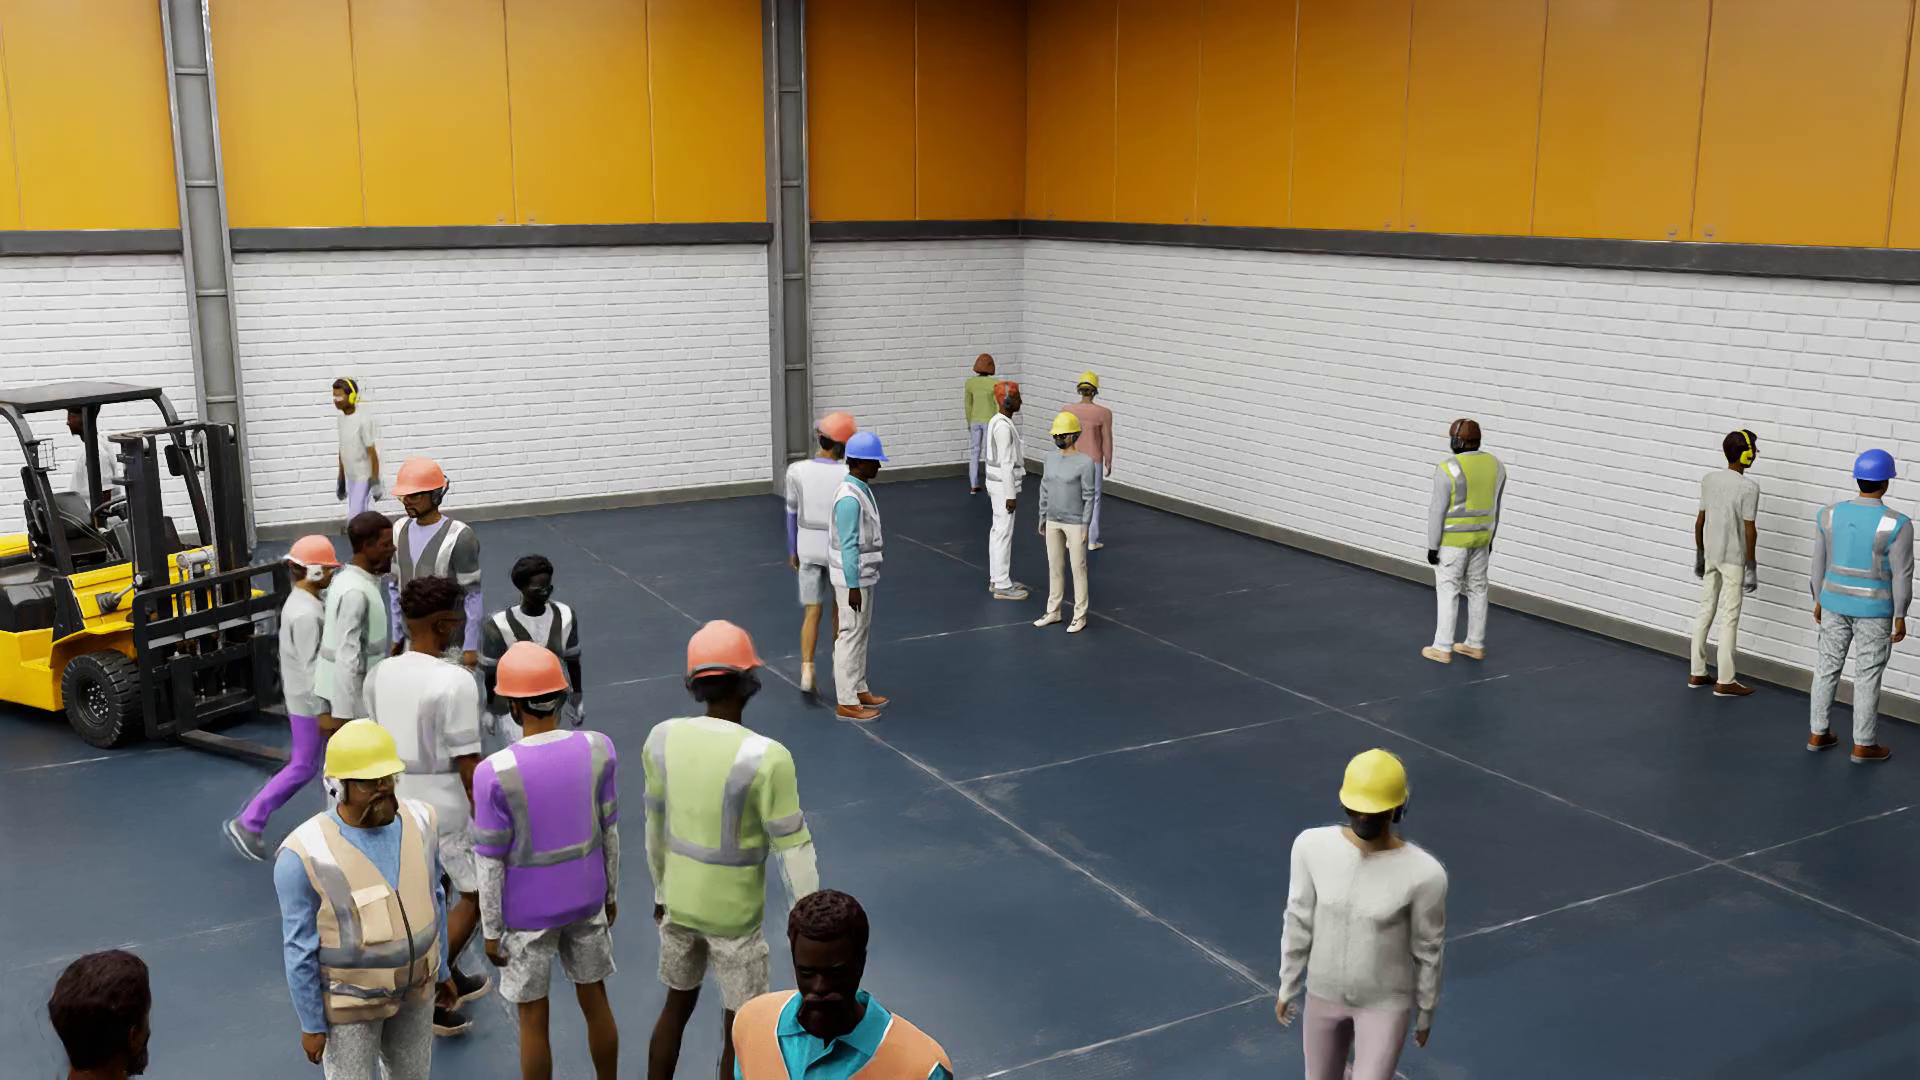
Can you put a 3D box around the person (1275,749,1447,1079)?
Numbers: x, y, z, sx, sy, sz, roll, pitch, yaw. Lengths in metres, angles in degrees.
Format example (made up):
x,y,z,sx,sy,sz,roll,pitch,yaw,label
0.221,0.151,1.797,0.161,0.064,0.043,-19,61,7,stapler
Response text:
x,y,z,sx,sy,sz,roll,pitch,yaw,label
1.368,1.501,5.617,0.526,1.743,0.735,7,14,31,person

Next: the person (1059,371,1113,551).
x,y,z,sx,sy,sz,roll,pitch,yaw,label
1.229,-0.769,16.243,0.532,1.758,0.345,3,13,16,person

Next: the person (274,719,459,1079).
x,y,z,sx,sy,sz,roll,pitch,yaw,label
-1.929,1.478,5.518,0.404,1.836,0.592,9,15,35,person

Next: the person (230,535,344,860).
x,y,z,sx,sy,sz,roll,pitch,yaw,label
-3.500,0.837,8.845,0.788,1.716,0.599,-4,13,-17,person

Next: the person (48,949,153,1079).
x,y,z,sx,sy,sz,roll,pitch,yaw,label
-1.890,1.844,3.664,0.607,1.898,0.667,0,12,2,person

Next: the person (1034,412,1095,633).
x,y,z,sx,sy,sz,roll,pitch,yaw,label
0.840,-0.144,13.286,0.524,1.769,0.308,10,16,39,person

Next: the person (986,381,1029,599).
x,y,z,sx,sy,sz,roll,pitch,yaw,label
0.402,-0.434,14.368,0.355,1.884,0.575,-1,12,-5,person

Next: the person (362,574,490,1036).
x,y,z,sx,sy,sz,roll,pitch,yaw,label
-2.192,1.121,6.922,0.728,1.949,0.672,8,14,32,person

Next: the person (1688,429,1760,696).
x,y,z,sx,sy,sz,roll,pitch,yaw,label
5.370,0.152,11.649,0.335,1.873,0.521,-4,13,-20,person

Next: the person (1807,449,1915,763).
x,y,z,sx,sy,sz,roll,pitch,yaw,label
5.559,0.403,10.283,0.384,1.951,0.605,-8,15,-34,person

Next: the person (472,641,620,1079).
x,y,z,sx,sy,sz,roll,pitch,yaw,label
-1.506,1.312,6.090,0.545,1.928,0.402,-9,15,-35,person

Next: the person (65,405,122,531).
x,y,z,sx,sy,sz,roll,pitch,yaw,label
-6.686,-0.163,12.897,0.361,1.964,0.615,-6,14,-28,person

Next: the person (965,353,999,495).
x,y,z,sx,sy,sz,roll,pitch,yaw,label
0.285,-1.331,19.161,0.497,1.634,0.278,8,14,33,person

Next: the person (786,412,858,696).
x,y,z,sx,sy,sz,roll,pitch,yaw,label
-0.917,0.086,11.667,0.637,2.004,0.824,3,12,13,person

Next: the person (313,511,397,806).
x,y,z,sx,sy,sz,roll,pitch,yaw,label
-3.077,0.795,8.591,0.496,1.891,0.632,-5,13,-23,person

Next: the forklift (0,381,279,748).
x,y,z,sx,sy,sz,roll,pitch,yaw,label
-5.853,0.085,11.199,2.313,2.155,1.214,7,14,28,forklift

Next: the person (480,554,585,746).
x,y,z,sx,sy,sz,roll,pitch,yaw,label
-2.293,0.857,8.877,0.539,1.647,0.914,-11,16,-41,person

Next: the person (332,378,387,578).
x,y,z,sx,sy,sz,roll,pitch,yaw,label
-5.387,-0.522,14.862,0.417,1.851,0.502,-11,16,-42,person

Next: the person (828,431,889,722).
x,y,z,sx,sy,sz,roll,pitch,yaw,label
-0.671,0.240,11.084,0.416,1.939,0.605,1,12,5,person

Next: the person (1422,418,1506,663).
x,y,z,sx,sy,sz,roll,pitch,yaw,label
3.744,0.007,12.428,0.629,1.837,0.429,-5,13,-22,person

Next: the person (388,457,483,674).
x,y,z,sx,sy,sz,roll,pitch,yaw,label
-2.996,0.537,9.439,0.615,2.043,0.373,5,13,24,person

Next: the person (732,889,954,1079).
x,y,z,sx,sy,sz,roll,pitch,yaw,label
-0.303,1.747,4.054,0.597,1.921,0.382,6,13,25,person

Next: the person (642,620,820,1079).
x,y,z,sx,sy,sz,roll,pitch,yaw,label
-0.804,1.311,5.860,0.785,2.035,0.529,8,14,32,person
